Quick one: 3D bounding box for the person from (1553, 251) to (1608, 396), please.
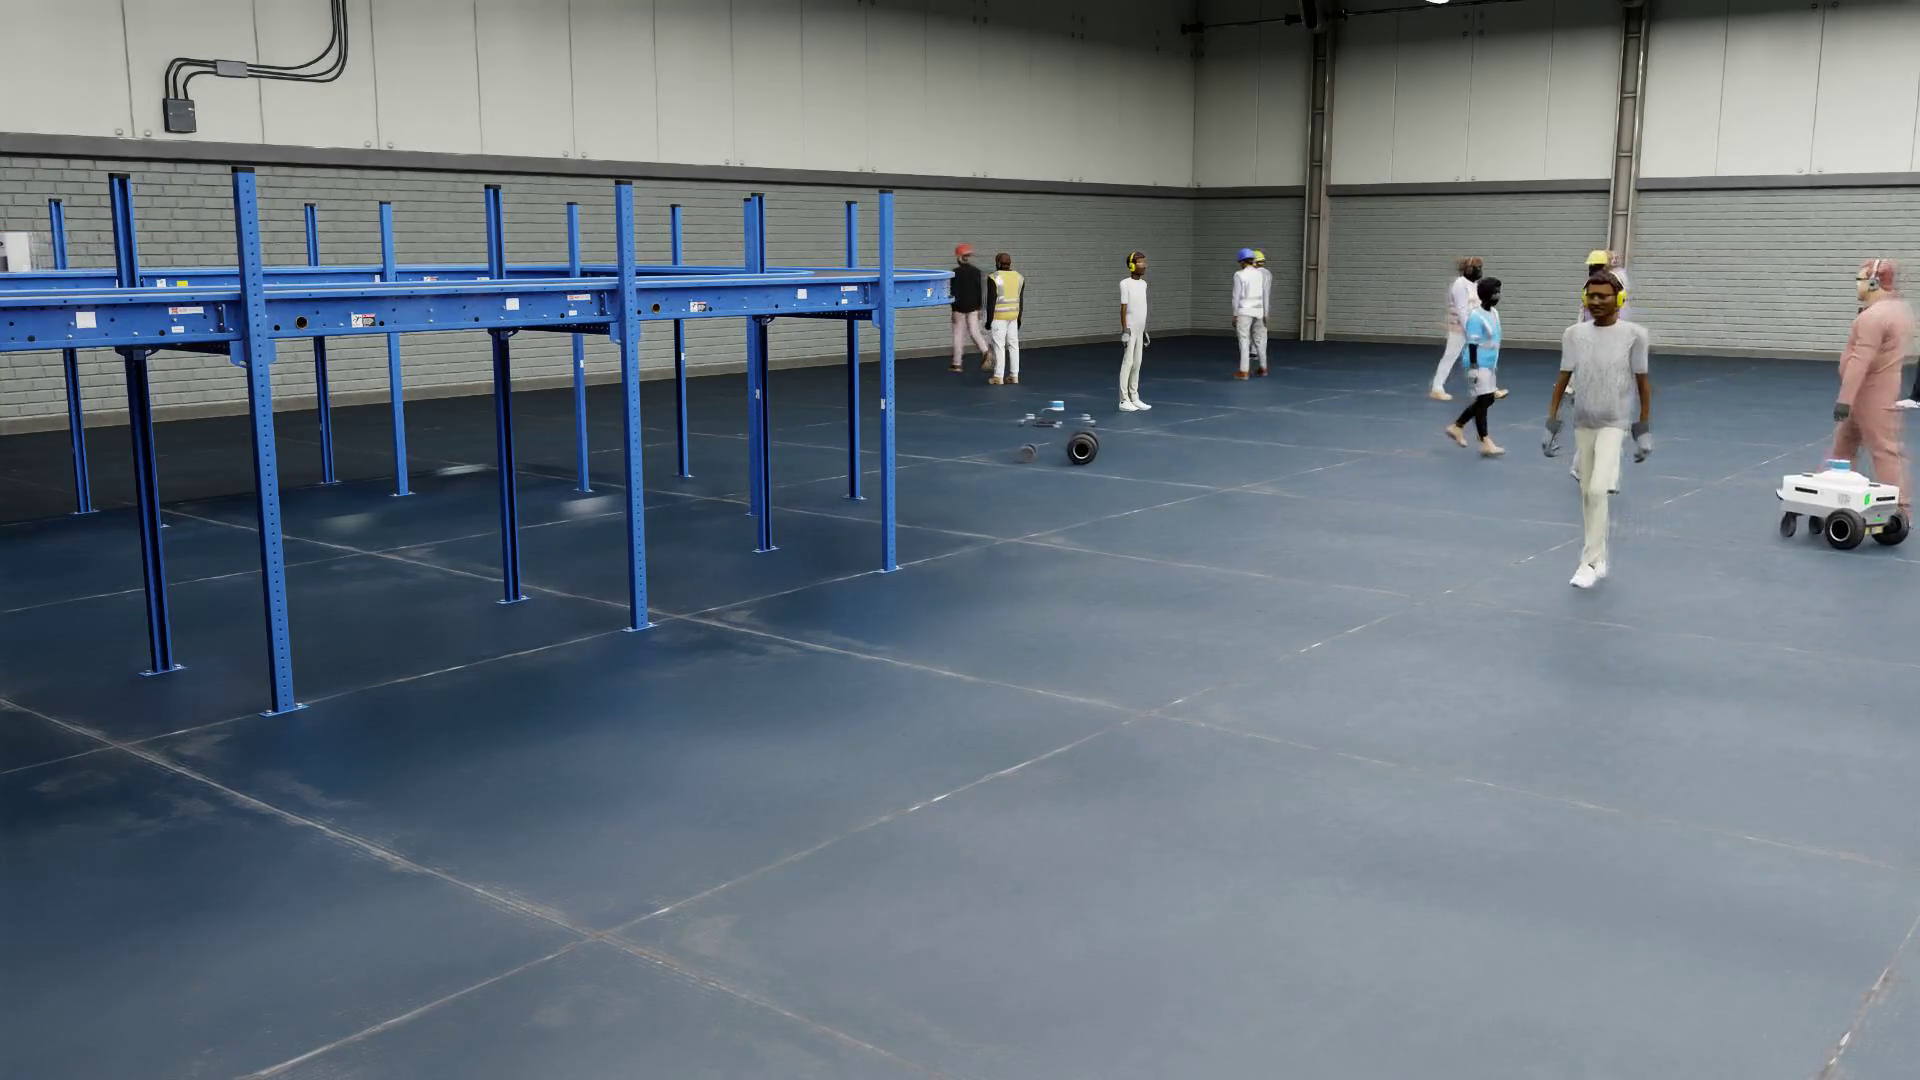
[{"bbox_3d":[8.243,-2.813,21.641,1.018,1.873,0.608,-2,10,-9],"label":"person"}]

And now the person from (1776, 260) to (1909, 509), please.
[{"bbox_3d":[6.316,-1.037,11.806,0.932,1.863,0.674,8,13,38],"label":"person"}]

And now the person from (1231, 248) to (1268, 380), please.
[{"bbox_3d":[4.279,-3.330,24.448,0.749,1.910,0.516,-7,12,-32],"label":"person"}]

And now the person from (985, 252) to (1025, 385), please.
[{"bbox_3d":[0.607,-3.120,23.440,0.634,1.841,0.429,-7,13,-36],"label":"person"}]

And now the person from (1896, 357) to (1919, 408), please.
[{"bbox_3d":[11.847,-2.483,19.928,0.662,1.859,1.004,-5,12,-28],"label":"person"}]

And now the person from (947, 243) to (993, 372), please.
[{"bbox_3d":[0.142,-3.565,25.559,0.632,1.976,0.830,-8,13,-37],"label":"person"}]

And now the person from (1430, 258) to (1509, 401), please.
[{"bbox_3d":[6.387,-2.627,20.865,0.974,1.792,0.628,9,14,42],"label":"person"}]

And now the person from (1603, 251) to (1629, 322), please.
[{"bbox_3d":[9.574,-3.351,24.698,1.010,1.852,0.660,-1,10,-4],"label":"person"}]

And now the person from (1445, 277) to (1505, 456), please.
[{"bbox_3d":[4.908,-1.649,15.721,0.553,1.675,0.542,8,13,37],"label":"person"}]

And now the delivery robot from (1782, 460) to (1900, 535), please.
[{"bbox_3d":[5.930,-0.297,11.222,0.477,0.478,0.707,-4,11,-23],"label":"delivery robot"}]

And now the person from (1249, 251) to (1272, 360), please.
[{"bbox_3d":[5.040,-3.984,28.251,0.404,1.829,0.600,9,14,42],"label":"person"}]

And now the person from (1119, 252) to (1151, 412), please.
[{"bbox_3d":[2.090,-2.482,19.814,0.328,1.877,0.513,8,13,37],"label":"person"}]

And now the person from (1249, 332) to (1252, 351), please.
[{"bbox_3d":[5.427,-4.349,30.484,0.524,1.760,0.326,-3,11,-18],"label":"person"}]

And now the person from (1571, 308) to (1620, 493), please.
[{"bbox_3d":[5.188,-1.196,13.456,0.519,1.586,0.831,1,10,4],"label":"person"}]

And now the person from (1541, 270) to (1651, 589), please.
[{"bbox_3d":[3.677,-0.638,9.686,0.564,1.840,0.784,10,14,43],"label":"person"}]

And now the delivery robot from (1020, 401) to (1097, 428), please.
[{"bbox_3d":[0.904,-1.161,15.289,0.698,0.223,0.335,1,10,7],"label":"delivery robot"}]
